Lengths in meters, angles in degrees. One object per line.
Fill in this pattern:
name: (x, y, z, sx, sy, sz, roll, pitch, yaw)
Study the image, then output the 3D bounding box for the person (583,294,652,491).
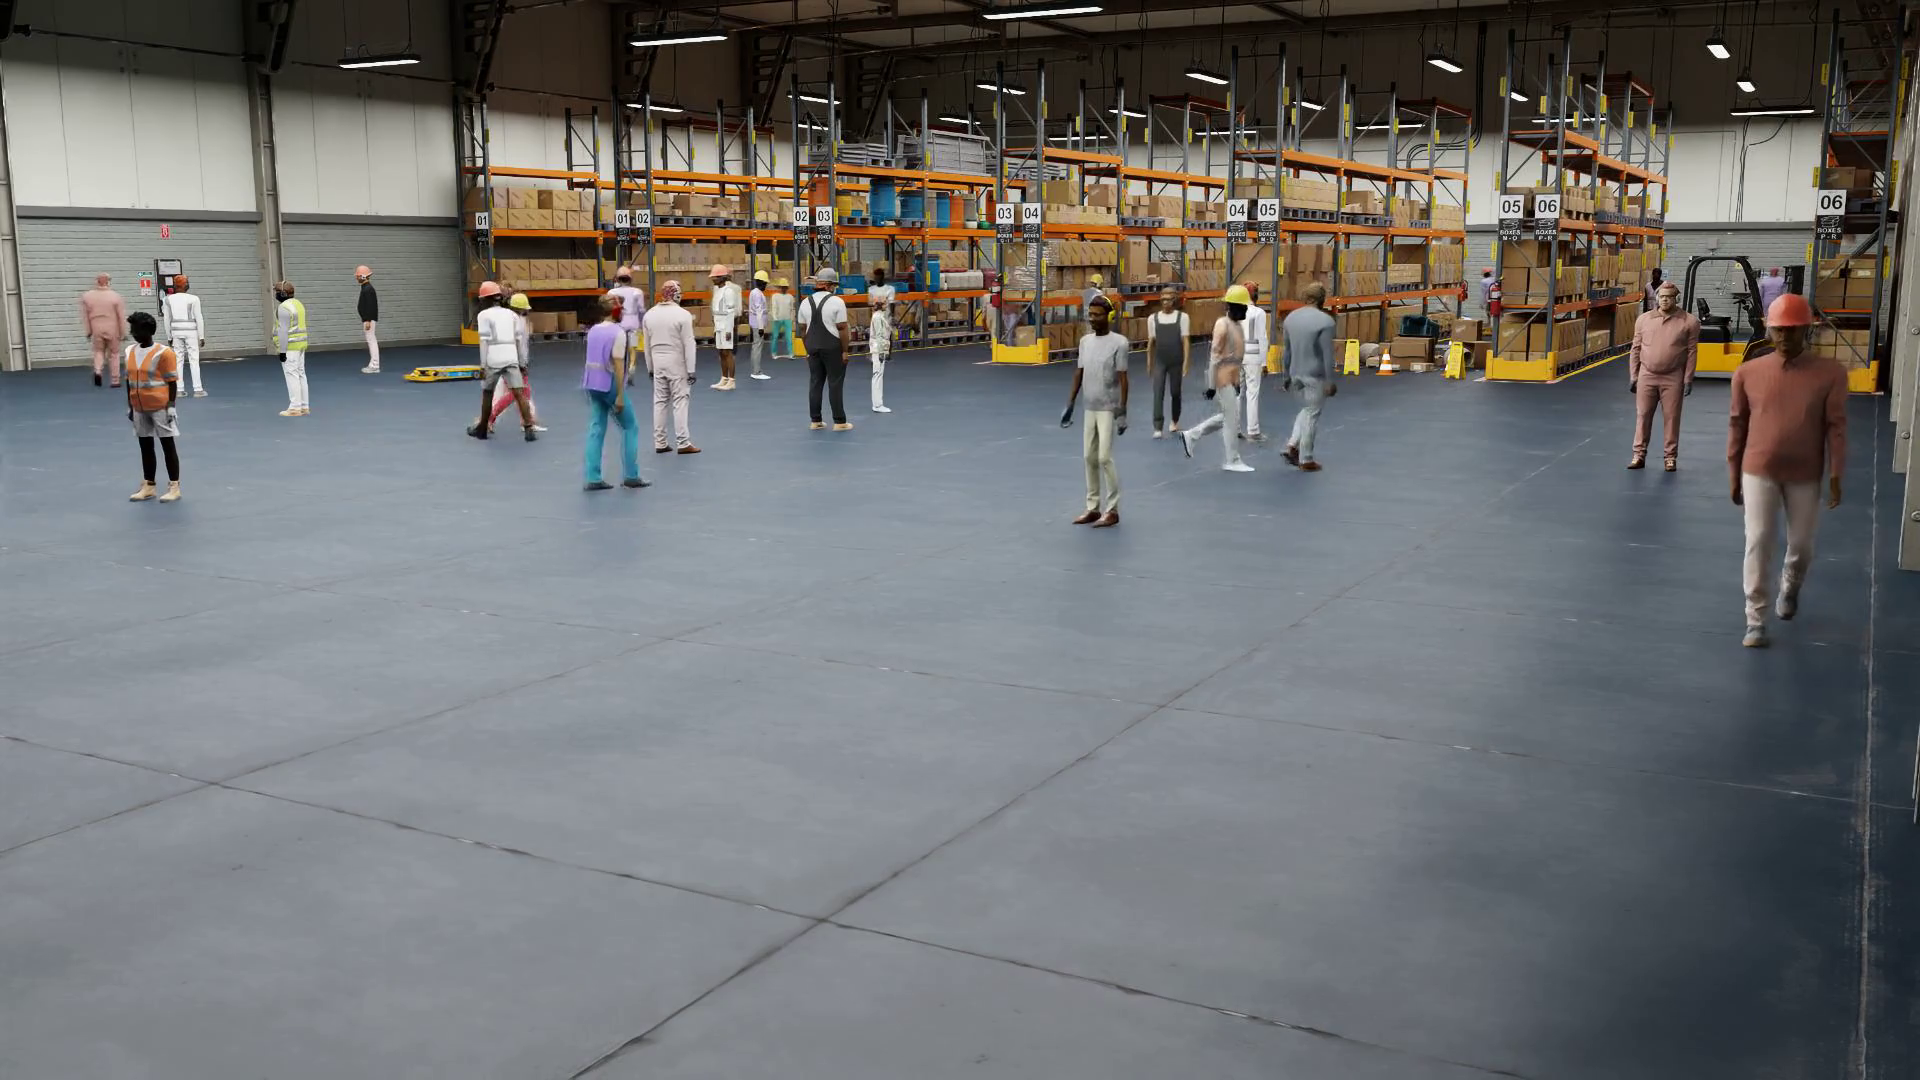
person: (-3.217, -1.380, 15.558, 0.587, 1.814, 0.756, 8, 13, 40)

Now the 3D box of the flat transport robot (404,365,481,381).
flat transport robot: (-8.954, -2.945, 29.253, 1.431, 0.197, 0.652, -9, 13, -44)

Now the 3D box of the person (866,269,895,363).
person: (-1.629, -4.567, 33.938, 0.608, 1.911, 0.997, 3, 10, 14)

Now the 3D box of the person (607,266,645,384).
person: (-5.647, -3.622, 28.140, 0.613, 2.021, 0.919, -1, 10, -8)

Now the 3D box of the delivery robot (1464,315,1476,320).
delivery robot: (13.863, -5.917, 45.549, 0.707, 0.478, 0.477, -2, 10, -11)

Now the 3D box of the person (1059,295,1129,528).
person: (1.106, -1.039, 13.452, 0.385, 1.865, 0.539, -9, 13, -41)

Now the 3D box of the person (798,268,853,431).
person: (-1.645, -2.394, 20.856, 0.672, 2.000, 0.536, 5, 11, 29)

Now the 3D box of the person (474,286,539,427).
person: (-5.844, -2.356, 21.382, 0.642, 1.792, 0.979, 9, 14, 44)

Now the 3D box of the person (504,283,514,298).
person: (-10.037, -4.922, 36.999, 0.510, 1.582, 0.879, -3, 10, -18)

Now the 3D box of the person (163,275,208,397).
person: (-11.978, -3.146, 25.719, 0.578, 1.883, 0.353, -1, 10, -4)

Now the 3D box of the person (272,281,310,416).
person: (-9.152, -2.607, 22.723, 0.430, 1.836, 0.629, 0, 10, -1)

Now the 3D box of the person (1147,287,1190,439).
person: (2.518, -2.148, 20.098, 0.530, 1.821, 0.779, 2, 10, 11)

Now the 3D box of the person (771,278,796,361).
person: (-3.737, -4.643, 34.971, 0.518, 1.720, 0.935, -5, 11, -25)

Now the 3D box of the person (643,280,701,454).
person: (-3.169, -1.901, 18.363, 0.643, 1.908, 0.399, 5, 11, 27)

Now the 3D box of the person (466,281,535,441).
person: (-5.429, -2.105, 19.661, 0.933, 1.875, 0.630, 8, 12, 39)

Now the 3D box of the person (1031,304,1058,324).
person: (1.924, -5.203, 37.654, 0.630, 1.930, 0.369, 0, 10, -2)

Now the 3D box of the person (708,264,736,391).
person: (-3.870, -3.439, 26.973, 0.395, 2.038, 0.615, -5, 11, -29)

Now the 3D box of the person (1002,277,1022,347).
person: (1.055, -5.037, 37.264, 0.560, 1.713, 0.896, 6, 11, 30)

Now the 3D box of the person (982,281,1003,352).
person: (0.777, -5.119, 38.057, 0.513, 1.612, 0.703, 5, 11, 26)

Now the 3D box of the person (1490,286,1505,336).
person: (14.786, -6.415, 45.616, 0.541, 1.605, 0.752, 8, 12, 38)

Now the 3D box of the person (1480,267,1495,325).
person: (14.559, -6.566, 45.741, 0.589, 1.882, 0.509, -3, 10, -14)

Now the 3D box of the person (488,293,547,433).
person: (-5.493, -2.154, 20.355, 0.774, 1.731, 0.545, -5, 11, -27)

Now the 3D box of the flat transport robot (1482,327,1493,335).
flat transport robot: (14.872, -5.744, 45.639, 0.652, 0.197, 1.431, 8, 13, 39)

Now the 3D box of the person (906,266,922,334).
person: (-1.249, -6.719, 46.581, 0.575, 1.903, 0.524, 3, 10, 19)

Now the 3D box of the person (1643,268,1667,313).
person: (15.471, -5.083, 36.957, 0.371, 1.916, 0.597, -8, 12, -39)

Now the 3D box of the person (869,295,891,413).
person: (-1.118, -2.601, 23.244, 0.308, 1.640, 0.511, -1, 10, -3)

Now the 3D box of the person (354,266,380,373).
person: (-11.089, -4.124, 31.119, 0.395, 1.994, 0.613, -3, 10, -19)

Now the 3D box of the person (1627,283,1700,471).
person: (7.133, -1.653, 16.913, 0.643, 1.909, 0.410, 6, 11, 30)

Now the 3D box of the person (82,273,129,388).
person: (-14.068, -3.446, 27.429, 0.676, 1.894, 0.440, -1, 10, -6)

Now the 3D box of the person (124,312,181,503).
person: (-7.154, -1.173, 14.731, 0.536, 1.690, 0.323, 3, 10, 16)

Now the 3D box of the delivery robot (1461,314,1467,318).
delivery robot: (14.001, -6.020, 46.153, 0.477, 0.478, 0.707, 0, 10, -3)

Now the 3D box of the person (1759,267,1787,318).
person: (21.465, -6.264, 43.946, 0.681, 1.886, 0.610, 5, 11, 27)

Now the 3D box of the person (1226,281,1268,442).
person: (3.376, -2.086, 19.518, 0.355, 1.883, 0.574, -9, 13, -42)

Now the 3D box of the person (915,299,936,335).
person: (-0.875, -6.098, 43.805, 0.532, 1.596, 0.787, 6, 11, 32)

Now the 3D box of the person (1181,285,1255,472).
person: (2.628, -1.640, 16.874, 0.765, 1.896, 0.592, 5, 11, 27)

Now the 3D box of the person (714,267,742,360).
person: (-4.890, -4.755, 34.956, 0.625, 1.956, 1.005, 0, 10, 1)

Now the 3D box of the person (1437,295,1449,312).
person: (13.904, -6.915, 47.712, 0.546, 1.920, 0.545, 2, 10, 10)

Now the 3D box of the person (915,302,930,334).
person: (-1.081, -6.690, 46.504, 0.511, 1.872, 0.329, 5, 11, 28)

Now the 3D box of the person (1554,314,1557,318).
person: (15.999, -6.320, 45.024, 0.514, 1.636, 0.314, 1, 10, 5)

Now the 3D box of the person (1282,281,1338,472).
person: (3.551, -1.638, 16.779, 0.452, 1.920, 0.654, -6, 11, -32)

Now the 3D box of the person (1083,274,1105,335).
person: (2.746, -4.489, 33.805, 0.515, 1.813, 0.592, -7, 12, -37)

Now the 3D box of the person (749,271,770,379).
person: (-3.543, -3.807, 29.489, 0.385, 1.914, 0.594, -2, 10, -13)

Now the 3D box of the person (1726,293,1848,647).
person: (4.675, -0.410, 9.437, 0.613, 1.975, 0.802, 5, 11, 27)
